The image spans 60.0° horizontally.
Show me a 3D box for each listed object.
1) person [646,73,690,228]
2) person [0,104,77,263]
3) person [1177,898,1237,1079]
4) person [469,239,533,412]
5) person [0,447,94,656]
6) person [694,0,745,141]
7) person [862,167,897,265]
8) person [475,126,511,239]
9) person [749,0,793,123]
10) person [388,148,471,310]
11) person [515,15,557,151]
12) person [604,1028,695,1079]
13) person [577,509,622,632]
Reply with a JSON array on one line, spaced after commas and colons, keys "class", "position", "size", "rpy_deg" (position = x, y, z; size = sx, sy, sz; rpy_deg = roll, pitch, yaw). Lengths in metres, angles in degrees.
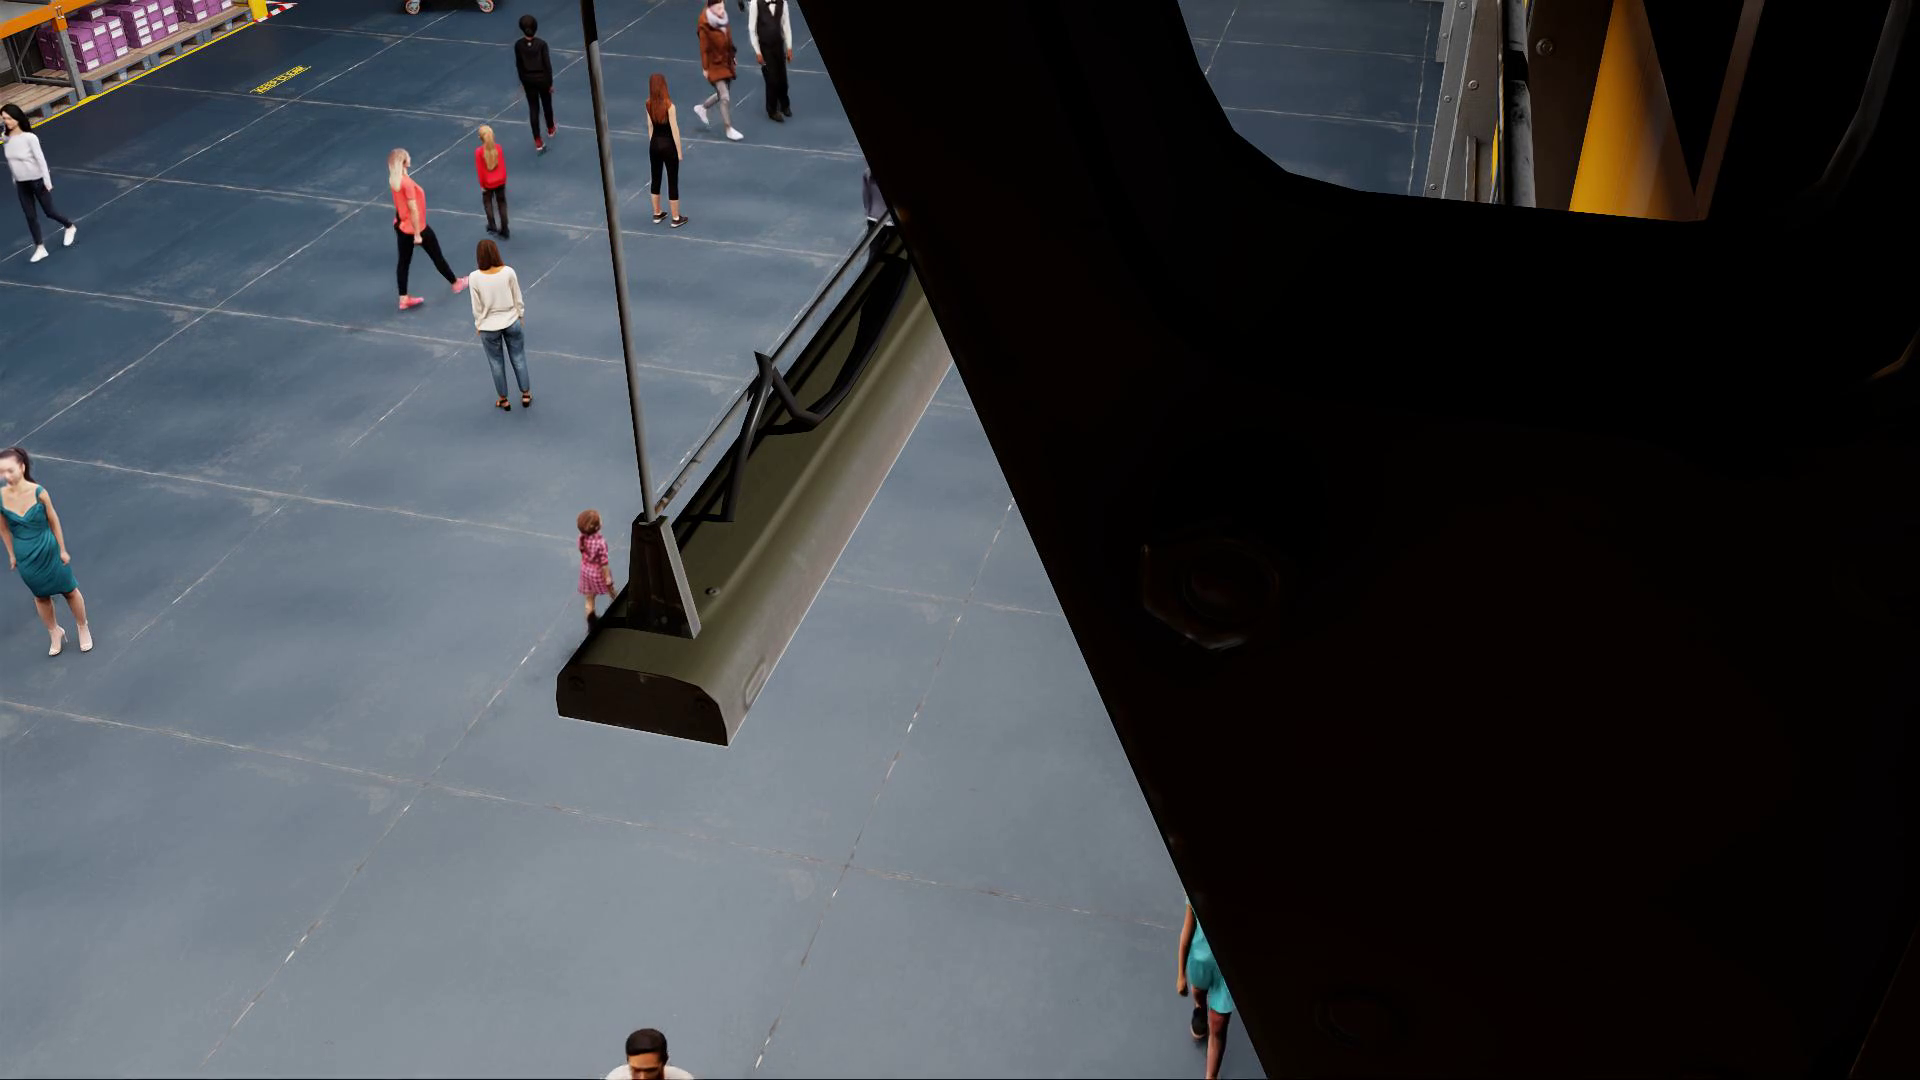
[{"class": "person", "position": [-3.369, -4.424, 18.849], "size": [0.606, 1.722, 0.584], "rpy_deg": [16, 37, 23]}, {"class": "person", "position": [-10.079, -3.945, 18.161], "size": [0.659, 1.687, 0.924], "rpy_deg": [6, 34, 9]}, {"class": "person", "position": [1.370, 2.240, 9.016], "size": [0.596, 1.511, 1.073], "rpy_deg": [6, 34, 9]}, {"class": "person", "position": [-4.197, -1.967, 15.189], "size": [0.698, 1.683, 0.730], "rpy_deg": [-13, 36, -18]}, {"class": "person", "position": [-6.678, 0.098, 12.078], "size": [0.618, 1.688, 0.627], "rpy_deg": [-7, 34, -11]}, {"class": "person", "position": [-3.128, -6.036, 21.191], "size": [0.946, 1.815, 1.062], "rpy_deg": [13, 36, 19]}, {"class": "person", "position": [-0.797, -3.301, 17.317], "size": [0.724, 1.548, 1.104], "rpy_deg": [12, 35, 17]}, {"class": "person", "position": [-5.195, -3.983, 18.597], "size": [0.678, 1.268, 0.732], "rpy_deg": [-20, 39, -27]}, {"class": "person", "position": [-2.514, -6.426, 21.717], "size": [0.861, 1.882, 0.921], "rpy_deg": [-22, 40, -30]}, {"class": "person", "position": [-5.679, -3.136, 16.969], "size": [1.150, 1.659, 0.958], "rpy_deg": [-28, 43, -36]}, {"class": "person", "position": [-5.329, -5.699, 20.846], "size": [0.819, 1.636, 1.135], "rpy_deg": [-1, 34, -1]}, {"class": "person", "position": [-1.423, 2.863, 7.832], "size": [0.800, 1.782, 1.188], "rpy_deg": [2, 34, 3]}, {"class": "person", "position": [-2.769, 0.239, 12.485], "size": [0.533, 1.002, 0.745], "rpy_deg": [16, 37, 23]}]
